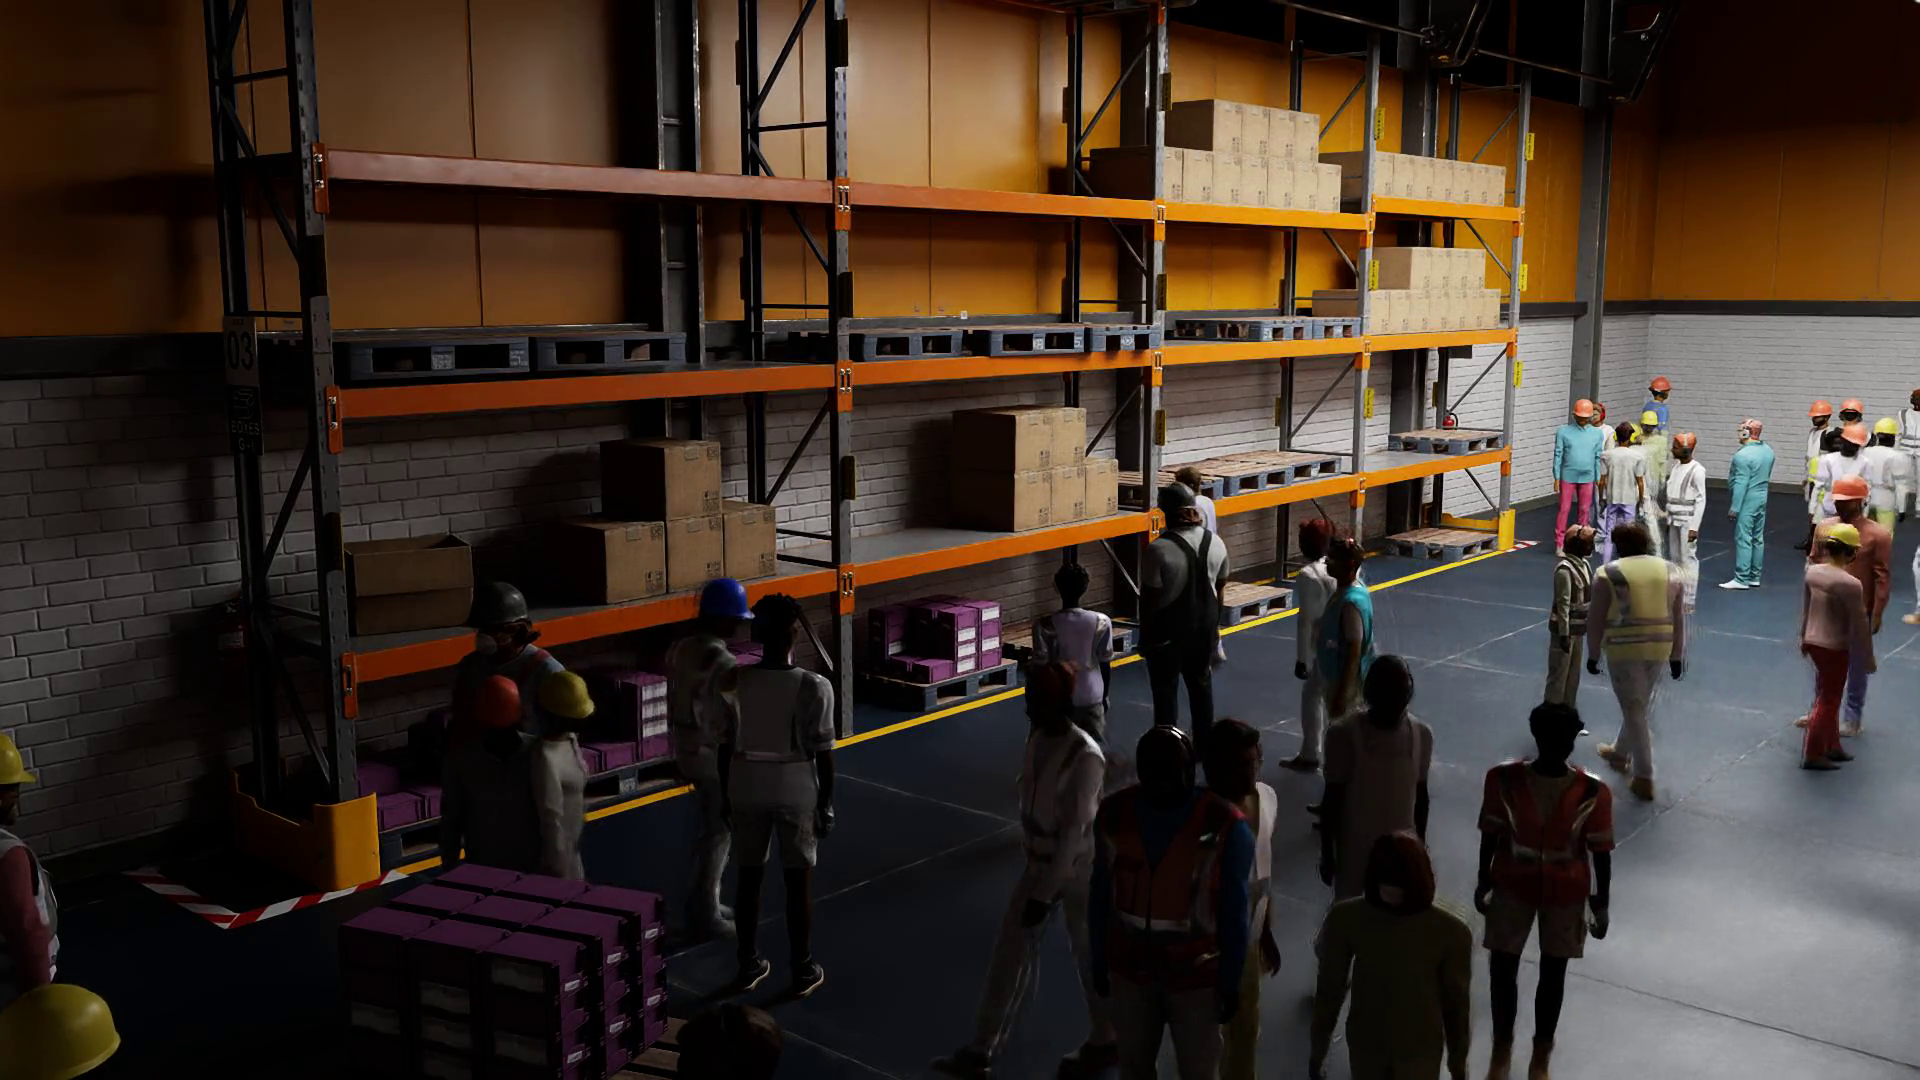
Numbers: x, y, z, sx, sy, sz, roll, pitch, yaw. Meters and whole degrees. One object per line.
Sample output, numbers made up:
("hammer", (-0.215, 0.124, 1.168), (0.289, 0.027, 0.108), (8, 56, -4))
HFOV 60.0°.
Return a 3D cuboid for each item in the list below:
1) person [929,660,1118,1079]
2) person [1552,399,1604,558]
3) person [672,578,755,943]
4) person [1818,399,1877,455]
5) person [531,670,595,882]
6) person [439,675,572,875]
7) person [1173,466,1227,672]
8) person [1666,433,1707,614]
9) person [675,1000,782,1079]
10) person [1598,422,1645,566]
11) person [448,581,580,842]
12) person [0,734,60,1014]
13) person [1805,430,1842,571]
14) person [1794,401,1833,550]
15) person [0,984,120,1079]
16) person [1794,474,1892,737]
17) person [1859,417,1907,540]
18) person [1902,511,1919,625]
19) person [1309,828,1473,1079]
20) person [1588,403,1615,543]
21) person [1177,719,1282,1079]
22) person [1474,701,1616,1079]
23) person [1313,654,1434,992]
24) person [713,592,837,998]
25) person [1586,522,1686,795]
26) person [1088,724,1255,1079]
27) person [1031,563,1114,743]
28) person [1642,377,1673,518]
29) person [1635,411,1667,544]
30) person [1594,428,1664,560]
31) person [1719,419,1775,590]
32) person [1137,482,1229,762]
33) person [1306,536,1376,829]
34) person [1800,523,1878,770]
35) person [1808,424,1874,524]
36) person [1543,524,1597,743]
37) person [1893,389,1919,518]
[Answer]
("person", (0.312, 1.427, 7.009), (0.975, 1.835, 0.572), (-5, 10, -30))
("person", (7.684, -0.763, 20.679), (0.611, 1.985, 0.393), (1, 9, 4))
("person", (-1.256, 1.142, 8.613), (0.447, 1.911, 0.621), (-5, 10, -27))
("person", (10.668, -0.690, 20.066), (0.613, 2.033, 0.411), (5, 10, 29))
("person", (-1.762, 1.412, 7.452), (0.401, 1.743, 0.545), (0, 9, -3))
("person", (-1.986, 1.437, 7.302), (0.570, 1.739, 0.352), (-2, 9, -14))
("person", (2.089, 0.261, 14.575), (0.418, 1.825, 0.552), (6, 10, 32))
("person", (7.476, -0.172, 17.201), (0.356, 1.881, 0.575), (0, 9, -3))
("person", (-0.472, 1.928, 3.822), (0.341, 1.837, 0.502), (-2, 9, -12))
("person", (7.429, -0.391, 18.673), (0.508, 1.865, 0.329), (6, 11, 35))
("person", (-2.152, 1.195, 7.870), (0.683, 2.000, 0.536), (4, 10, 27))
("person", (-3.458, 1.597, 5.982), (0.587, 1.822, 0.403), (4, 10, 25))
("person", (10.235, -0.451, 19.589), (0.540, 1.695, 0.317), (-1, 9, -5))
("person", (10.879, -0.801, 21.097), (0.387, 1.931, 0.543), (-1, 9, -7))
("person", (-1.932, 1.899, 3.696), (0.594, 1.925, 0.372), (4, 10, 23))
("person", (6.680, 0.488, 12.589), (0.402, 1.989, 0.623), (-5, 10, -29))
("person", (10.243, -0.410, 18.603), (0.637, 1.927, 0.642), (-3, 9, -19))
("person", (9.799, -0.134, 16.441), (0.693, 2.000, 0.719), (-4, 10, -25))
("person", (1.493, 1.747, 5.745), (0.515, 1.593, 0.838), (5, 10, 29))
("person", (8.408, -0.888, 21.966), (0.385, 1.837, 0.563), (-3, 9, -19))
("person", (0.988, 1.553, 6.289), (0.418, 1.830, 0.683), (8, 12, 43))
("person", (2.442, 1.505, 6.967), (0.555, 1.684, 0.483), (3, 9, 19))
("person", (1.861, 1.365, 7.552), (0.515, 1.811, 0.844), (0, 9, -3))
("person", (-0.882, 1.222, 7.986), (0.599, 1.958, 0.378), (1, 9, 8))
("person", (4.582, 0.777, 11.345), (0.634, 1.788, 0.927), (-2, 9, -10))
("person", (0.753, 1.571, 6.132), (0.619, 1.836, 0.431), (4, 10, 26))
("person", (0.689, 0.984, 10.321), (0.540, 1.698, 0.317), (-2, 9, -12))
("person", (10.176, -1.352, 24.279), (0.368, 2.048, 0.607), (-1, 9, -5))
("person", (8.947, -0.810, 21.712), (0.525, 1.760, 0.340), (1, 9, 9))
("person", (8.330, -0.585, 20.534), (0.539, 1.672, 0.966), (-3, 9, -18))
("person", (8.770, -0.397, 18.565), (0.637, 1.911, 0.403), (-6, 11, -36))
("person", (1.529, 0.585, 11.802), (0.696, 2.000, 0.536), (-5, 10, -28))
("person", (2.417, 0.890, 10.447), (0.389, 1.850, 0.567), (1, 9, 7))
("person", (6.190, 0.753, 11.674), (0.548, 1.742, 0.560), (-1, 9, -7))
("person", (9.791, -0.370, 18.489), (0.586, 1.892, 0.965), (5, 10, 31))
("person", (4.568, 0.692, 12.445), (0.314, 1.632, 0.522), (7, 12, 40))
("person", (13.885, -1.256, 24.179), (0.584, 1.882, 0.337), (7, 11, 37))
